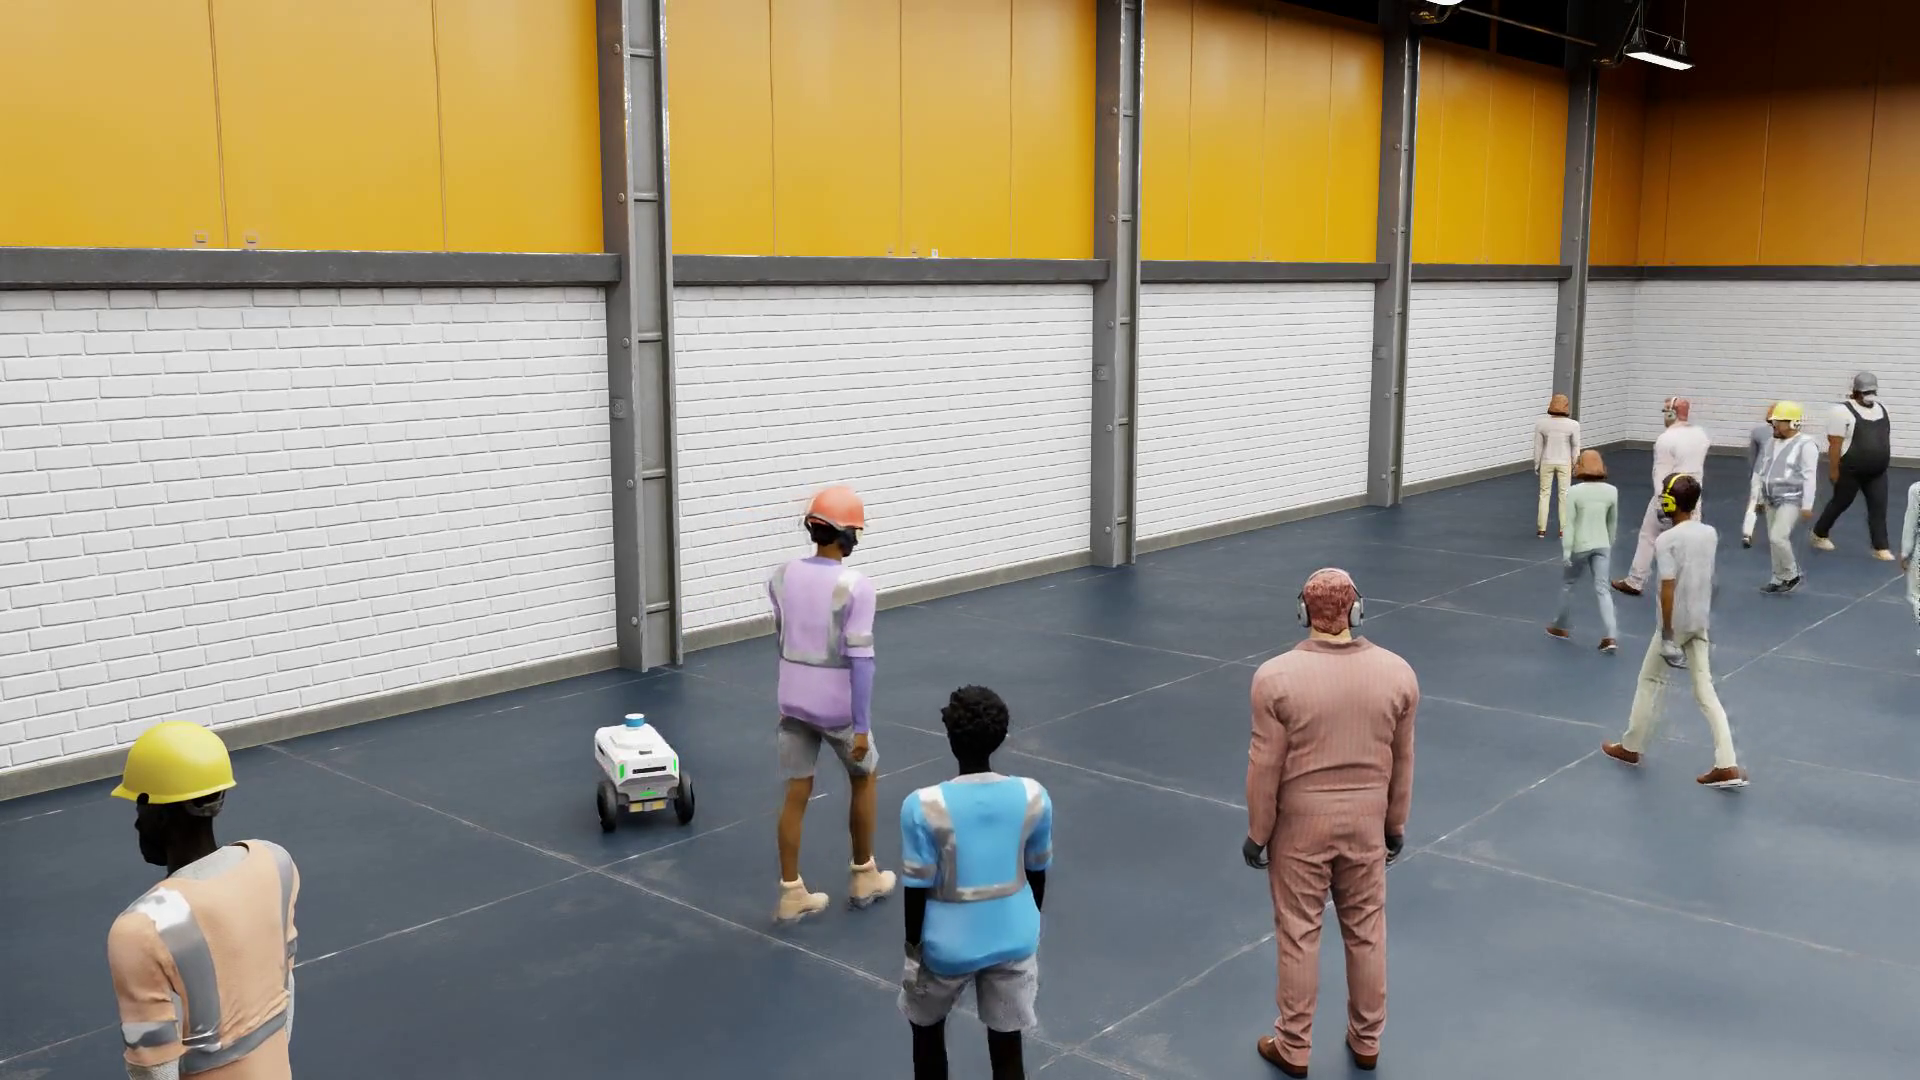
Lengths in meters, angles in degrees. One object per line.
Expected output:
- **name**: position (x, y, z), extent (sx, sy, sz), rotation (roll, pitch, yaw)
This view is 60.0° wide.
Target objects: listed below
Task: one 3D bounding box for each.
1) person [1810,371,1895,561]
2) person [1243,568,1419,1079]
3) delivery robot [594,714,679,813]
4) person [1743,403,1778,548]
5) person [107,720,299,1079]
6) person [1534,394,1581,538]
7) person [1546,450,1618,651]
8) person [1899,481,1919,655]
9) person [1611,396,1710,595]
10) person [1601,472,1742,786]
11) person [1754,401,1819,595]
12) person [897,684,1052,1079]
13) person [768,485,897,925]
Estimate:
- **person**: position (9.503, -0.842, 17.644), extent (0.684, 2.000, 0.973), rotation (-1, 9, -9)
- **person**: position (1.357, 1.049, 6.206), extent (0.644, 1.903, 0.399), rotation (-1, 9, -9)
- **delivery robot**: position (-1.788, 1.202, 9.168), extent (0.477, 0.478, 0.707), rotation (-4, 10, -23)
- **person**: position (8.847, -0.700, 18.211), extent (0.508, 1.601, 0.843), rotation (8, 12, 41)
- **person**: position (-1.829, 1.381, 4.042), extent (0.371, 1.927, 0.588), rotation (2, 9, 10)
- **person**: position (6.760, -0.832, 18.861), extent (0.500, 1.633, 0.280), rotation (4, 10, 26)
- **person**: position (5.046, 0.073, 13.329), extent (0.516, 1.587, 0.864), rotation (-1, 9, -8)
- **person**: position (7.462, 0.105, 12.667), extent (0.495, 1.725, 0.623), rotation (2, 9, 14)
- **person**: position (6.475, -0.382, 15.300), extent (0.647, 1.875, 0.894), rotation (-4, 10, -25)
- **person**: position (4.271, 0.520, 9.816), extent (0.501, 1.831, 0.962), rotation (-4, 10, -21)
- **person**: position (7.605, -0.373, 15.382), extent (0.427, 1.818, 0.625), rotation (-2, 9, -13)
- **person**: position (0.018, 1.283, 5.447), extent (0.548, 1.670, 0.693), rotation (-3, 10, -20)
- **person**: position (-0.585, 0.745, 7.756), extent (0.640, 2.009, 0.802), rotation (6, 11, 31)
